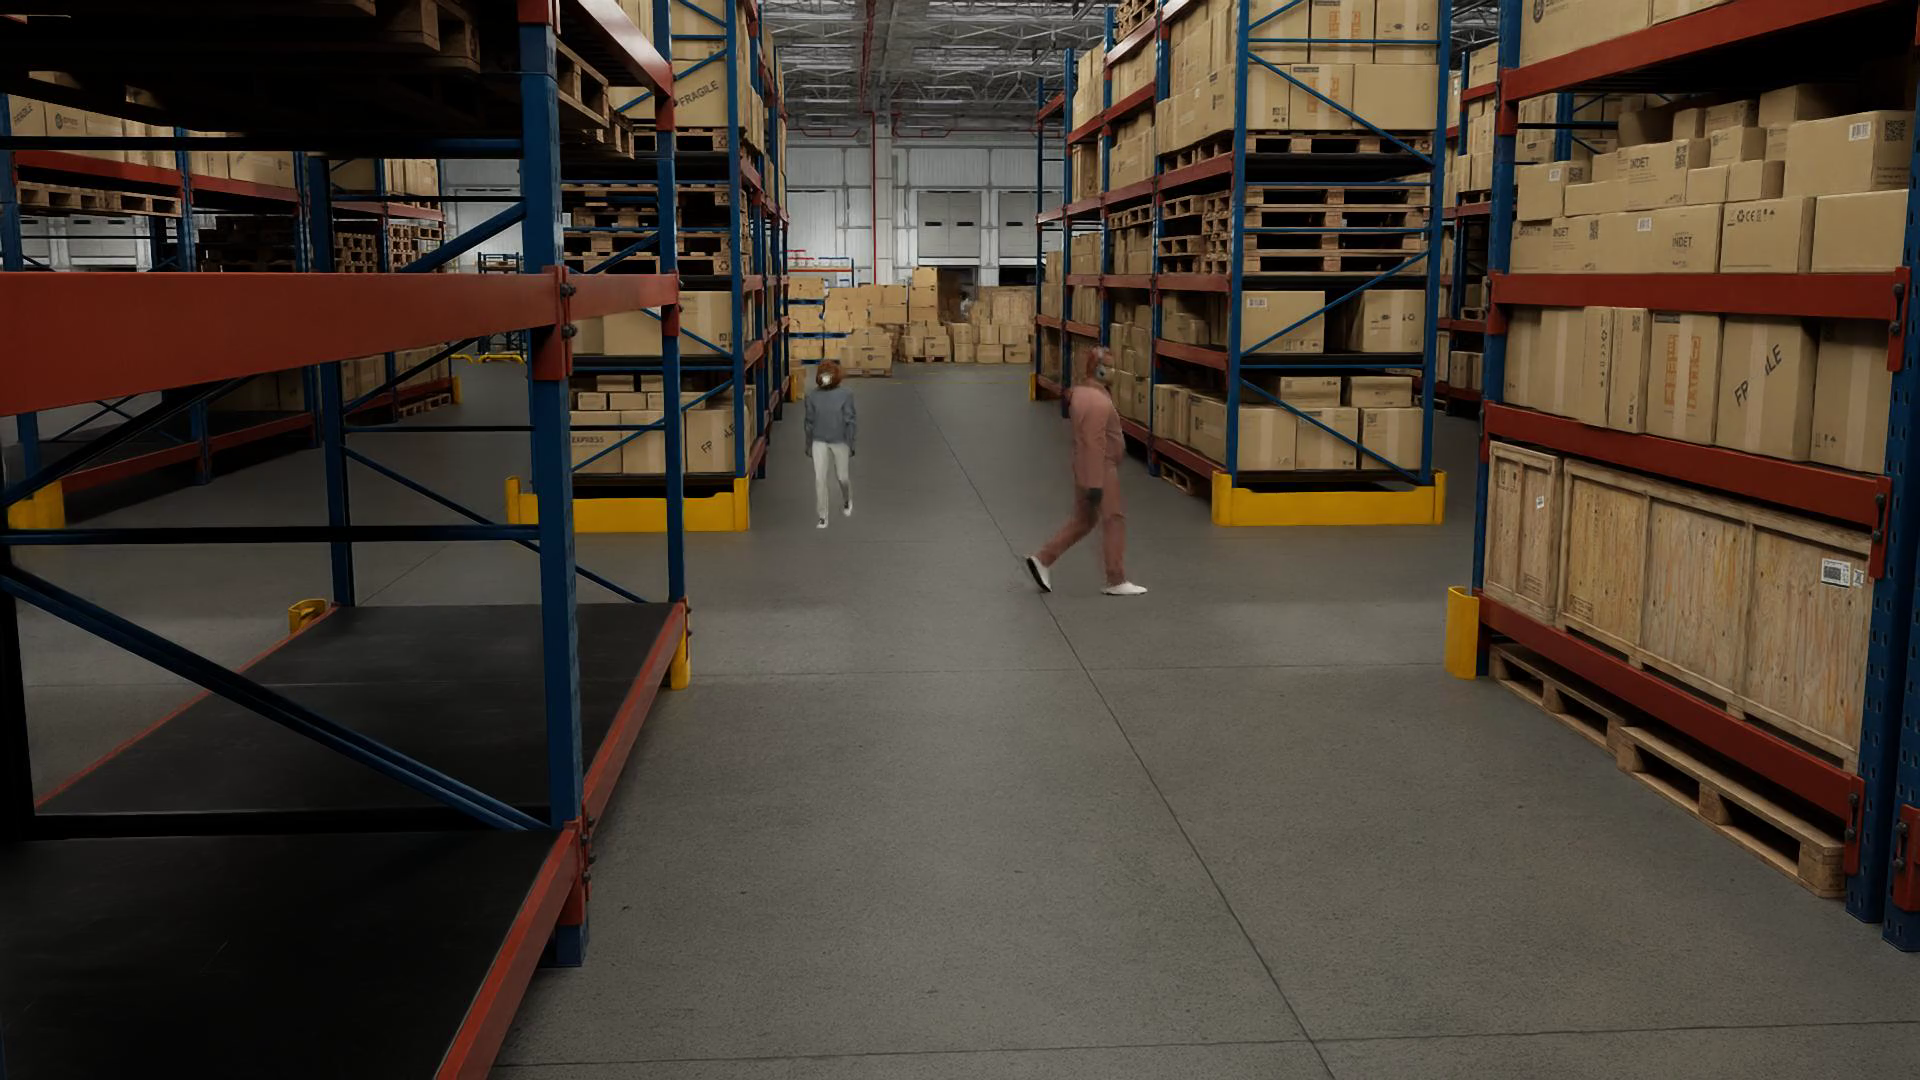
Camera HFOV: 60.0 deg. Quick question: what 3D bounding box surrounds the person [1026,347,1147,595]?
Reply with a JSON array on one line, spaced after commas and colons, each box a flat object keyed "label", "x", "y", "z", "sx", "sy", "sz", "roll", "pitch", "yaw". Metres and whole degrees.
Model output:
[{"label": "person", "x": 0.957, "y": -0.506, "z": 12.440, "sx": 0.833, "sy": 1.877, "sz": 0.650, "roll": -1, "pitch": 9, "yaw": -9}]

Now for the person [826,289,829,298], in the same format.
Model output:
[{"label": "person", "x": -5.121, "y": -9.113, "z": 66.463, "sx": 0.686, "sy": 1.887, "sz": 0.607, "roll": -8, "pitch": 12, "yaw": -41}]

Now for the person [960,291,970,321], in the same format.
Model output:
[{"label": "person", "x": 0.141, "y": -7.688, "z": 57.593, "sx": 0.643, "sy": 1.860, "sz": 0.597, "roll": -5, "pitch": 10, "yaw": -30}]

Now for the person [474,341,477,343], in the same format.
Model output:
[{"label": "person", "x": -17.542, "y": -8.023, "z": 59.568, "sx": 0.626, "sy": 1.892, "sz": 0.834, "roll": -8, "pitch": 12, "yaw": -39}]

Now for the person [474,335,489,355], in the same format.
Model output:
[{"label": "person", "x": -14.390, "y": -6.476, "z": 50.033, "sx": 0.506, "sy": 1.847, "sz": 0.346, "roll": 2, "pitch": 9, "yaw": 13}]

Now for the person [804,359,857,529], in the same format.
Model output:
[{"label": "person", "x": -1.233, "y": -0.933, "z": 15.942, "sx": 0.509, "sy": 1.620, "sz": 0.556, "roll": 1, "pitch": 9, "yaw": 6}]
